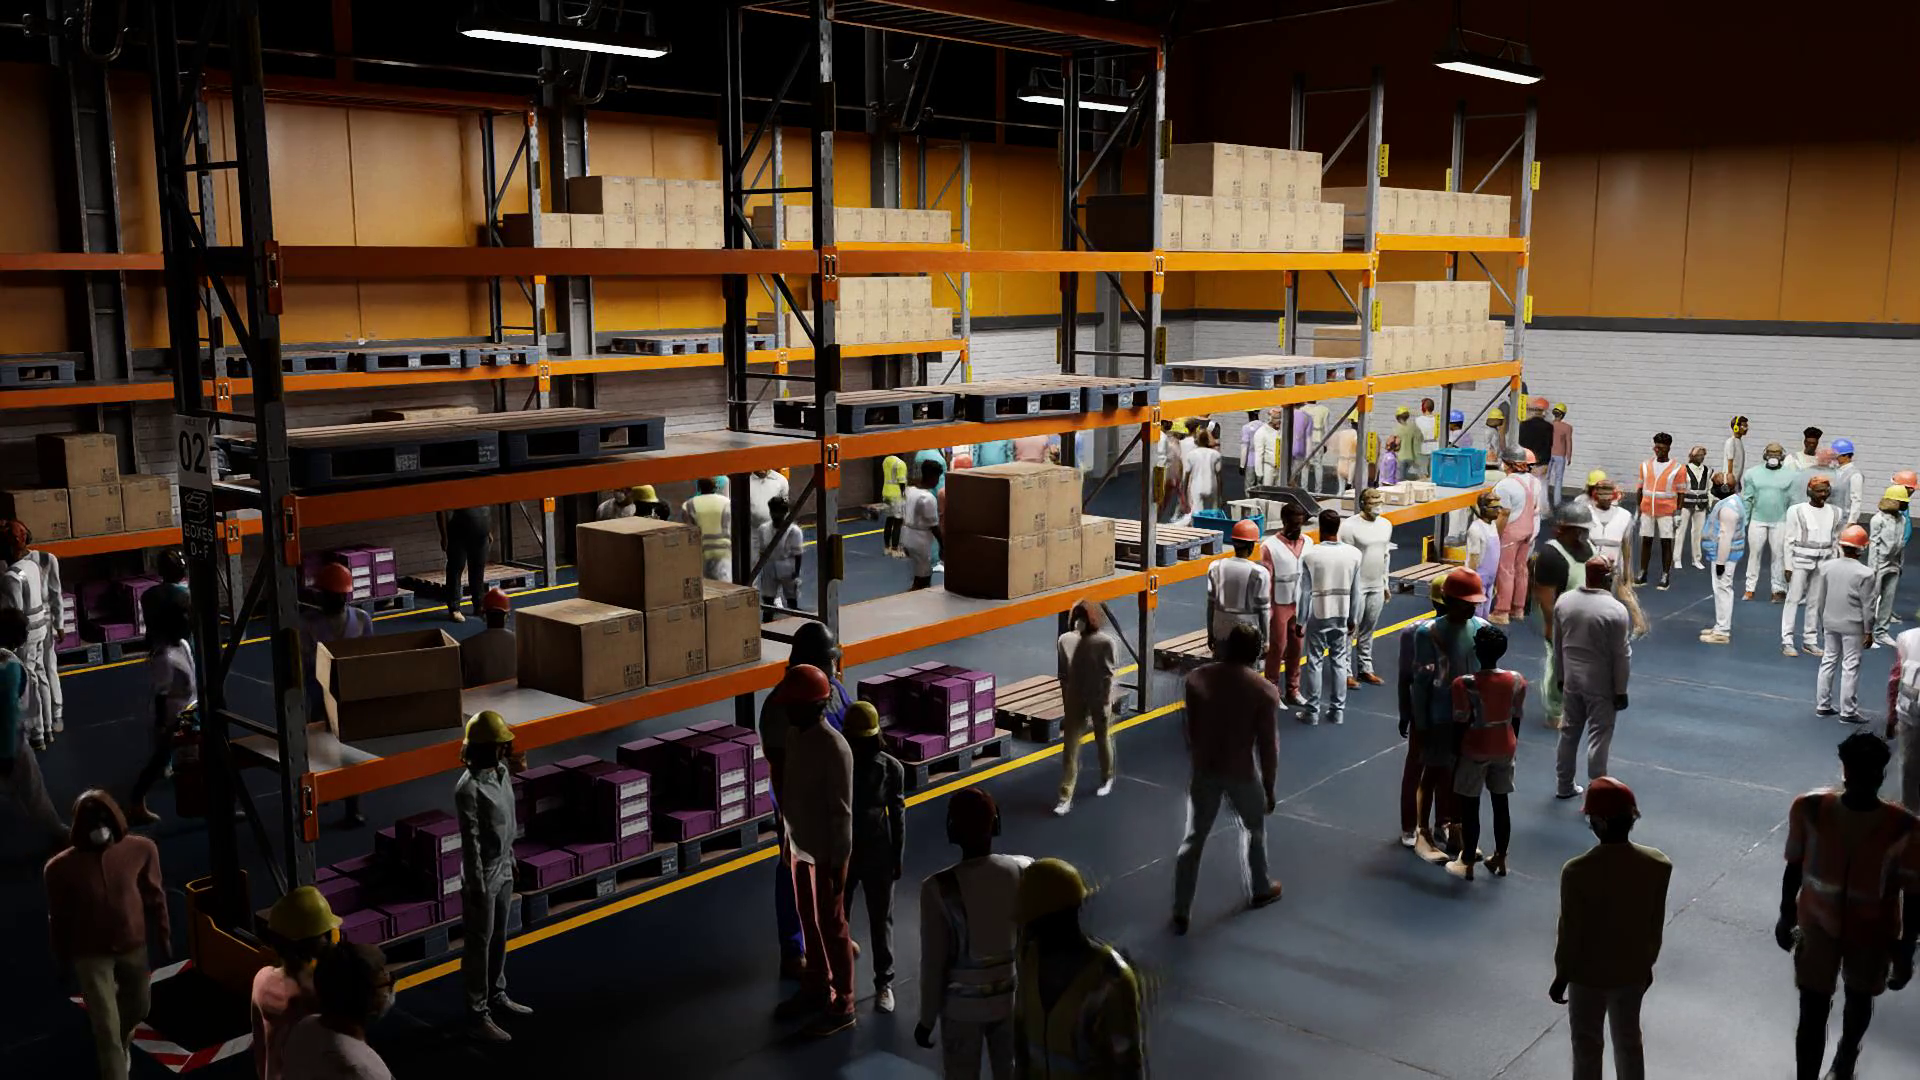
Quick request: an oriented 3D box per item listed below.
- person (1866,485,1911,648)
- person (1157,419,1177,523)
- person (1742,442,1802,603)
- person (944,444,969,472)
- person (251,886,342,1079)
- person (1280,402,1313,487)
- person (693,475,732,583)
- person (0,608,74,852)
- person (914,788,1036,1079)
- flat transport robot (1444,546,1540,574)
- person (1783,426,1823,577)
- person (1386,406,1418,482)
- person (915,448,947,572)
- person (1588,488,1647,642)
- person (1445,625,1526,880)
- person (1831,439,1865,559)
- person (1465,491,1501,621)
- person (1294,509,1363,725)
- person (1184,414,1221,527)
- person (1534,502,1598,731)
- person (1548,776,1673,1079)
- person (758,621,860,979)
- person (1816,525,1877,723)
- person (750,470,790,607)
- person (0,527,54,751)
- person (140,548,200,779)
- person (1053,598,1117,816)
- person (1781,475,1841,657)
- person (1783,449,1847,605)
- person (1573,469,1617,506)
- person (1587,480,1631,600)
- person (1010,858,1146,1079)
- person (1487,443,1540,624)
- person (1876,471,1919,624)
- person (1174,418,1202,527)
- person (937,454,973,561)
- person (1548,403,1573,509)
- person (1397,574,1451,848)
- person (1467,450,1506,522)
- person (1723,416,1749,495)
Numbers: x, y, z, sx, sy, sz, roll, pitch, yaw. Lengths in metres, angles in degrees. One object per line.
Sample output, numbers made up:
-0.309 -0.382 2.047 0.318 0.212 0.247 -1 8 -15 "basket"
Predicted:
9.788 0.278 17.547 0.488 1.737 0.324 -4 10 -22 "person"
2.973 -0.966 24.397 0.387 1.929 0.545 0 10 3 "person"
9.666 -0.209 19.872 0.629 1.931 0.378 5 11 30 "person"
-0.059 -1.029 25.044 0.387 1.836 0.564 6 11 33 "person"
-2.433 2.155 6.233 0.523 1.769 0.323 8 12 39 "person"
5.353 -1.421 26.847 0.667 2.013 0.544 1 10 4 "person"
-3.090 -0.241 20.498 0.585 1.812 0.909 5 11 28 "person"
-6.422 1.329 11.153 0.729 1.781 0.983 7 12 37 "person"
0.080 1.960 7.044 0.573 1.887 0.353 -5 11 -26 "person"
7.179 0.239 22.133 0.652 0.197 1.431 -8 12 -39 "flat transport robot"
10.898 -0.492 21.450 0.608 1.963 0.369 -1 10 -4 "person"
7.137 -1.296 26.916 0.519 1.744 0.435 -5 11 -27 "person"
-0.345 -0.528 21.859 0.399 1.902 0.643 -5 11 -25 "person"
6.974 0.258 17.806 0.929 1.696 0.567 0 10 -1 "person"
3.455 1.399 10.959 0.535 1.697 0.318 -3 10 -16 "person"
10.673 -0.263 20.169 0.409 1.937 0.602 0 10 0 "person"
5.106 0.434 16.275 0.326 1.843 0.516 7 12 37 "person"
3.238 0.682 14.625 0.598 1.908 0.410 -3 10 -15 "person"
3.697 -1.189 25.431 0.612 2.031 0.403 5 11 28 "person"
5.283 0.659 14.350 0.693 2.000 0.536 -6 11 -30 "person"
2.944 1.934 7.602 0.560 1.750 0.328 -3 10 -18 "person"
-0.797 1.464 9.547 0.535 2.000 0.674 6 11 31 "person"
7.851 0.740 14.709 0.321 1.755 0.564 -4 10 -20 "person"
-2.303 -0.117 19.402 0.641 1.902 0.400 -1 10 -8 "person"
-7.804 0.825 13.833 0.355 1.883 0.574 -2 10 -11 "person"
-6.143 0.975 13.071 0.506 1.838 0.333 2 10 9 "person"
0.951 1.209 12.429 0.497 1.584 0.879 4 10 25 "person"
8.772 0.269 17.150 0.574 1.883 0.360 0 10 -3 "person"
10.123 -0.151 19.756 0.596 1.854 0.673 -7 12 -36 "person"
7.306 0.017 19.172 0.500 1.716 0.688 6 11 32 "person"
6.651 0.269 17.318 0.590 1.831 0.509 2 10 11 "person"
0.467 2.093 6.219 0.542 1.899 0.665 -9 13 -43 "person"
6.173 -0.082 18.772 0.682 2.000 0.537 -8 12 -40 "person"
10.548 0.078 18.724 0.351 1.738 0.575 5 11 29 "person"
3.302 -0.826 23.872 0.658 1.828 0.574 -7 12 -36 "person"
0.044 0.039 18.228 0.614 1.987 0.408 0 10 0 "person"
9.828 -1.386 27.427 0.532 1.754 0.340 8 12 38 "person"
3.328 1.183 11.559 0.585 1.929 0.377 -1 10 -4 "person"
6.855 -0.351 21.620 0.511 1.627 0.283 2 10 14 "person"
11.114 -0.845 23.843 0.328 1.872 0.514 6 11 34 "person"
